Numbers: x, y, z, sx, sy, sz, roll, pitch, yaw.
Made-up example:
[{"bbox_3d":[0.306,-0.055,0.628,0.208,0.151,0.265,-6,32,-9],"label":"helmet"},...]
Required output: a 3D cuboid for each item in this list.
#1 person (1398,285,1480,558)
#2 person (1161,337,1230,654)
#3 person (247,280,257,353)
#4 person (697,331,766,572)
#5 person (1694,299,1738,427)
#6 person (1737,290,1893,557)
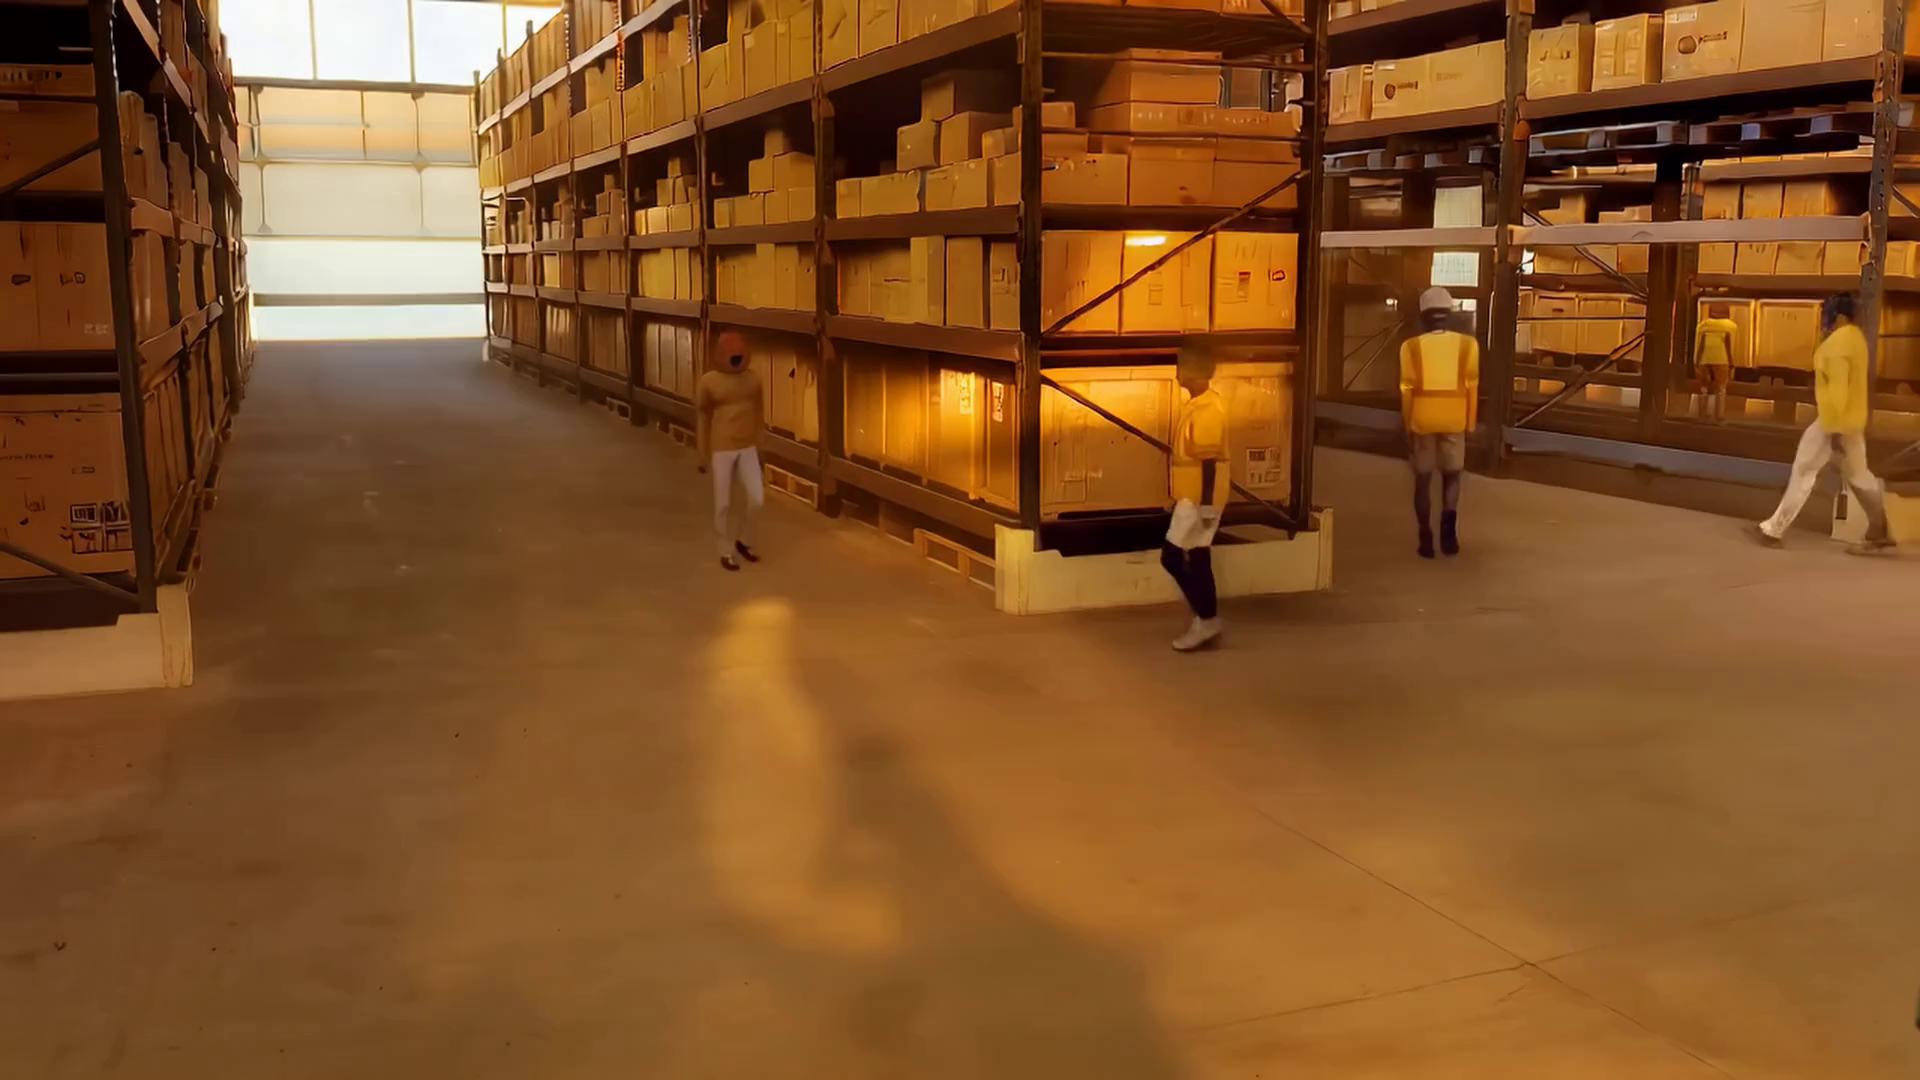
[{"bbox_3d":[3.318,-0.808,11.580,0.556,1.917,0.526,2,10,12],"label":"person"},{"bbox_3d":[1.237,-0.219,8.768,0.375,1.687,0.534,1,10,5],"label":"person"},{"bbox_3d":[-16.377,-5.154,38.115,0.346,1.747,0.572,-7,12,-37],"label":"person"},{"bbox_3d":[-1.515,-0.585,11.132,0.500,1.624,0.358,-5,11,-29],"label":"person"},{"bbox_3d":[9.179,-2.108,20.215,0.288,1.633,0.499,-8,13,-41],"label":"person"},{"bbox_3d":[6.207,-0.821,11.831,1.029,1.879,0.633,9,13,43],"label":"person"}]
